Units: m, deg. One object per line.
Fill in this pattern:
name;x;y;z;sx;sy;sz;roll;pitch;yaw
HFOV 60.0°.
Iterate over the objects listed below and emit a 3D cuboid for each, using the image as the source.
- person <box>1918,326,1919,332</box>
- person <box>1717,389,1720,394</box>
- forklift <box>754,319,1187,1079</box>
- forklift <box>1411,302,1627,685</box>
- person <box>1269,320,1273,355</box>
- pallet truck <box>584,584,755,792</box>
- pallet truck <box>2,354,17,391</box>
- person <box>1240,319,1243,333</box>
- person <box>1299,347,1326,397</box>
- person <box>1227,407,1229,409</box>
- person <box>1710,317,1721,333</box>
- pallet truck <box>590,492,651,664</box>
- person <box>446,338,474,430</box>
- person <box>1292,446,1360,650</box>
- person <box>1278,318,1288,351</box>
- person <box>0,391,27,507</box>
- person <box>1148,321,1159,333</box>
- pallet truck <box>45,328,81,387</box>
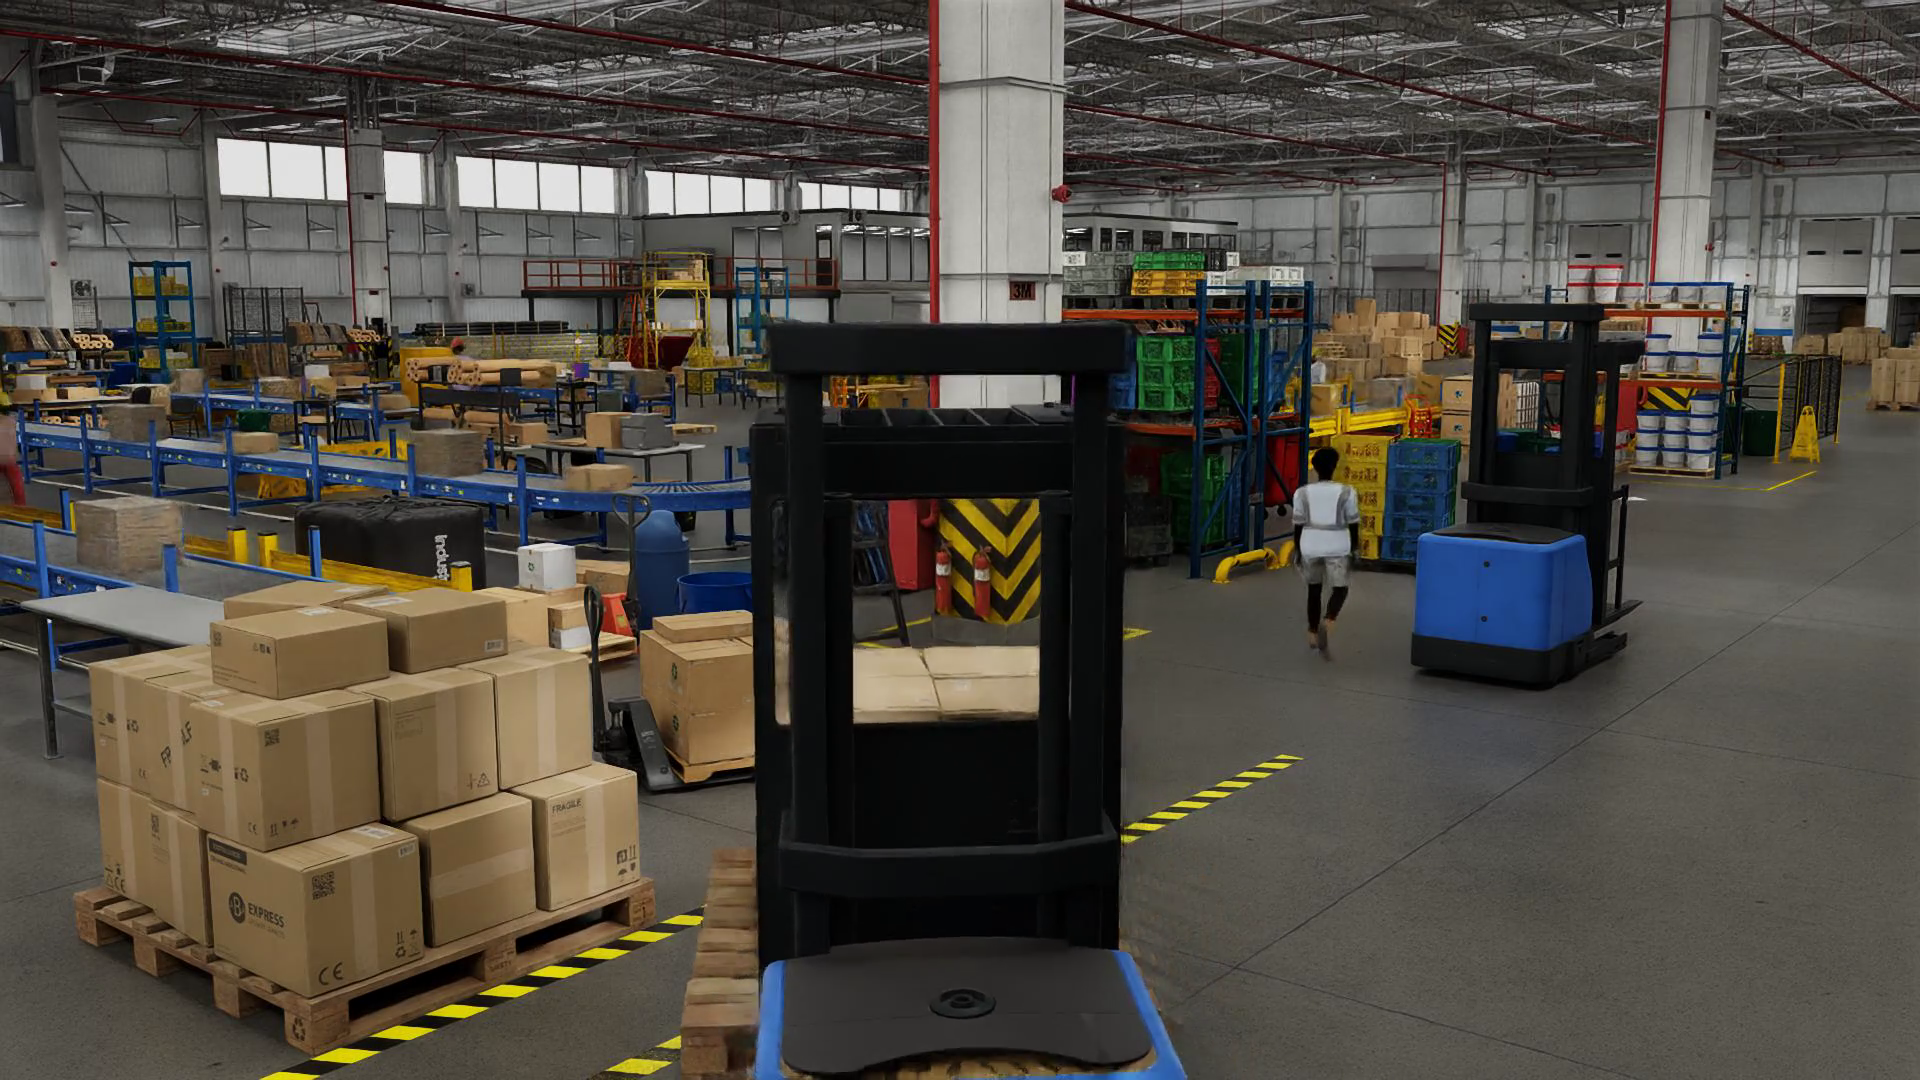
person;34.435;-6.798;59.463;0.992;1.766;0.697;3;9;19
person;17.814;-3.865;39.191;0.770;1.910;0.585;4;9;26
forklift;-0.038;0.780;4.642;1.129;2.768;1.873;-1;8;-5
forklift;4.379;-0.438;12.852;1.129;2.768;1.873;7;11;37
person;13.751;-8.914;73.930;0.503;1.691;0.911;2;9;11
pallet truck;-1.426;0.805;10.019;1.601;1.201;0.680;-4;9;-26
pallet truck;-24.881;-4.417;42.634;1.885;1.965;0.823;8;11;41
person;13.678;-10.091;81.462;0.970;1.835;0.591;4;9;26
person;7.126;-3.034;33.978;0.626;1.792;0.869;8;12;43
person;4.986;-2.334;29.815;0.502;1.631;0.285;-6;10;-33
person;33.006;-8.812;72.710;0.588;1.885;1.007;-2;9;-11
pallet truck;-3.115;0.344;12.883;0.653;1.274;1.630;7;11;37
person;-9.920;-3.032;33.250;0.791;2.017;0.615;4;9;23
person;2.917;0.084;13.335;0.545;1.678;0.623;4;9;23
person;15.388;-9.796;79.092;0.602;1.939;0.397;-3;9;-18
person;-11.664;-0.949;20.179;0.923;1.722;0.519;4;9;23
person;7.005;-6.888;59.577;0.615;1.923;0.997;-2;9;-12
pallet truck;-23.775;-4.544;43.495;1.885;1.965;0.823;6;10;35
